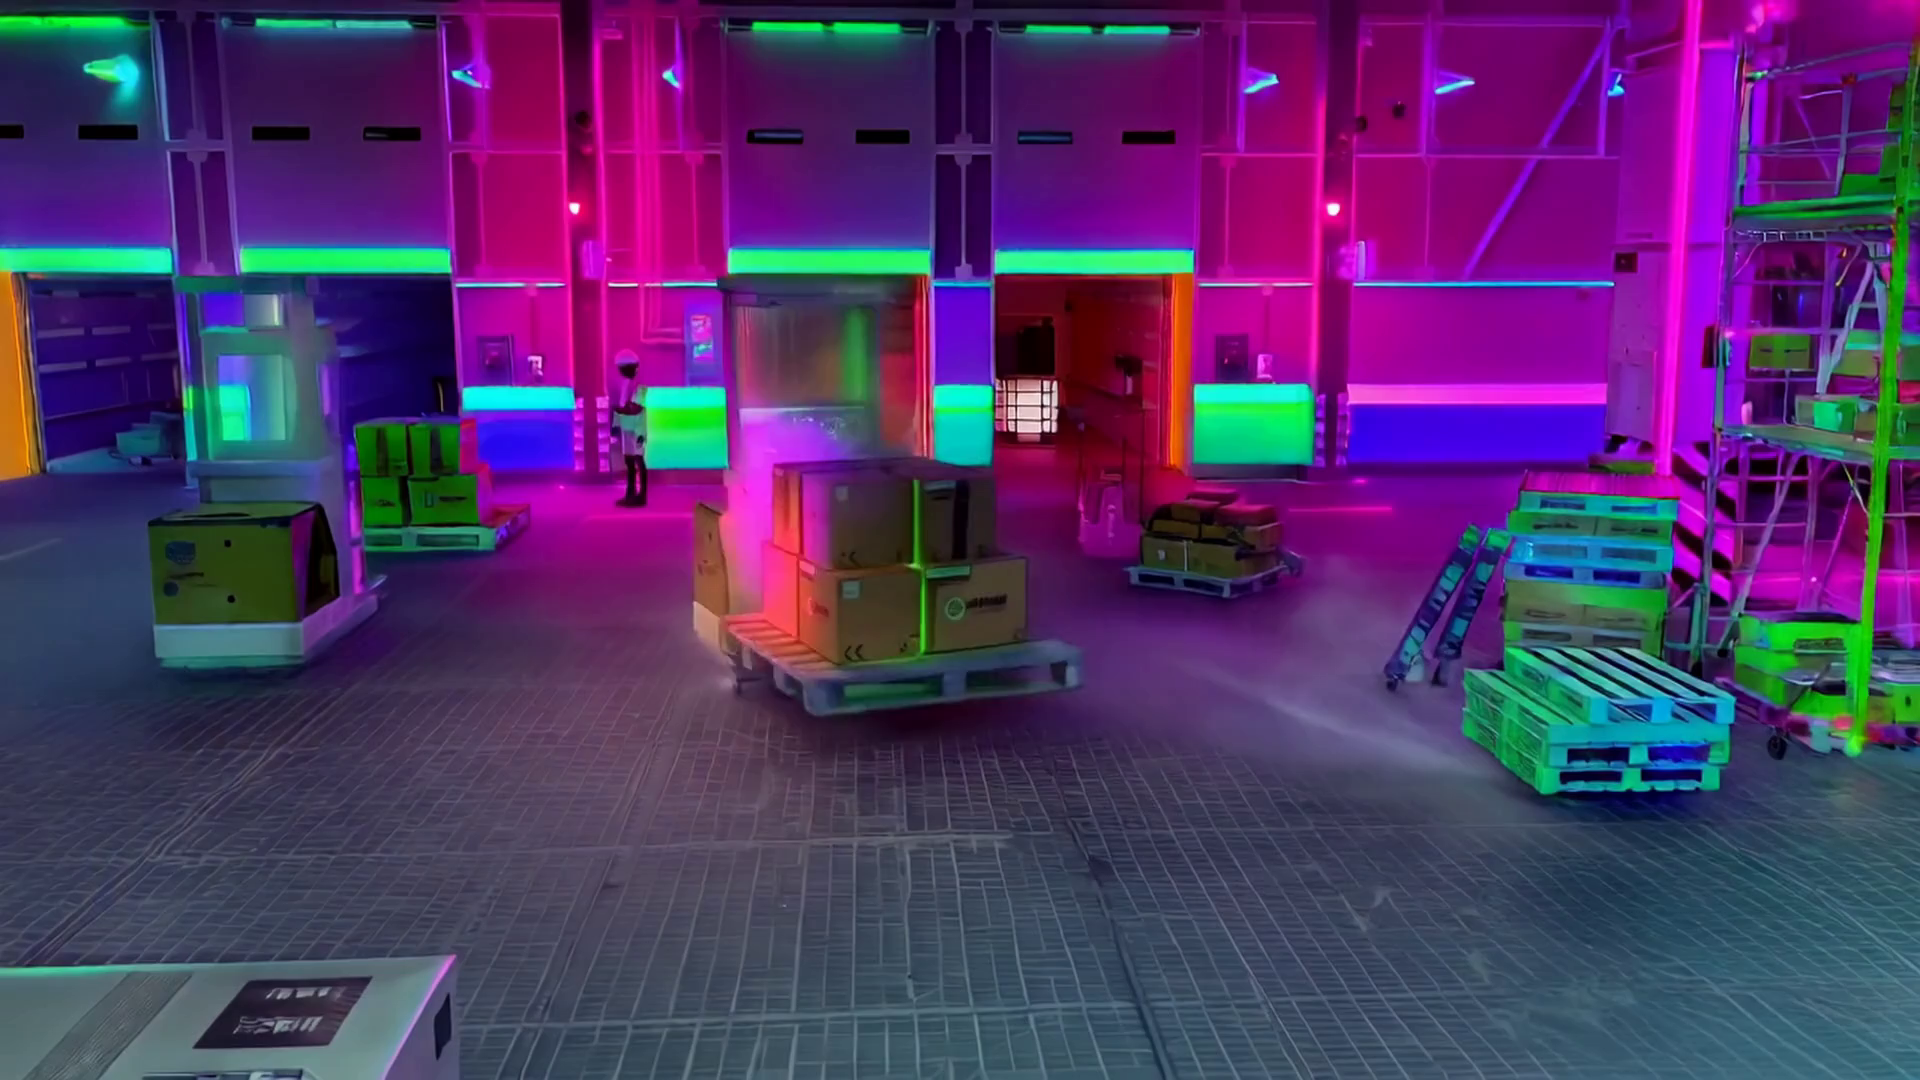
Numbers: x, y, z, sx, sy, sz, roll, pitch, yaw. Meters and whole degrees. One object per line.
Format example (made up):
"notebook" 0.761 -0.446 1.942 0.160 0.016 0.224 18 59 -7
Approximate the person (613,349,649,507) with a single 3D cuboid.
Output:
"person" -4.023 -1.361 20.275 0.389 1.930 0.544 -8 12 -41

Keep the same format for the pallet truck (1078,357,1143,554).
"pallet truck" 2.088 -0.836 16.757 1.885 1.965 0.823 2 9 13

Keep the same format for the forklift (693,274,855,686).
"forklift" -1.241 -0.536 12.112 1.129 2.768 1.873 -4 10 -23

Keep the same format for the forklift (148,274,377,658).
"forklift" -5.348 -0.627 12.681 1.129 2.768 1.873 -1 9 -4
